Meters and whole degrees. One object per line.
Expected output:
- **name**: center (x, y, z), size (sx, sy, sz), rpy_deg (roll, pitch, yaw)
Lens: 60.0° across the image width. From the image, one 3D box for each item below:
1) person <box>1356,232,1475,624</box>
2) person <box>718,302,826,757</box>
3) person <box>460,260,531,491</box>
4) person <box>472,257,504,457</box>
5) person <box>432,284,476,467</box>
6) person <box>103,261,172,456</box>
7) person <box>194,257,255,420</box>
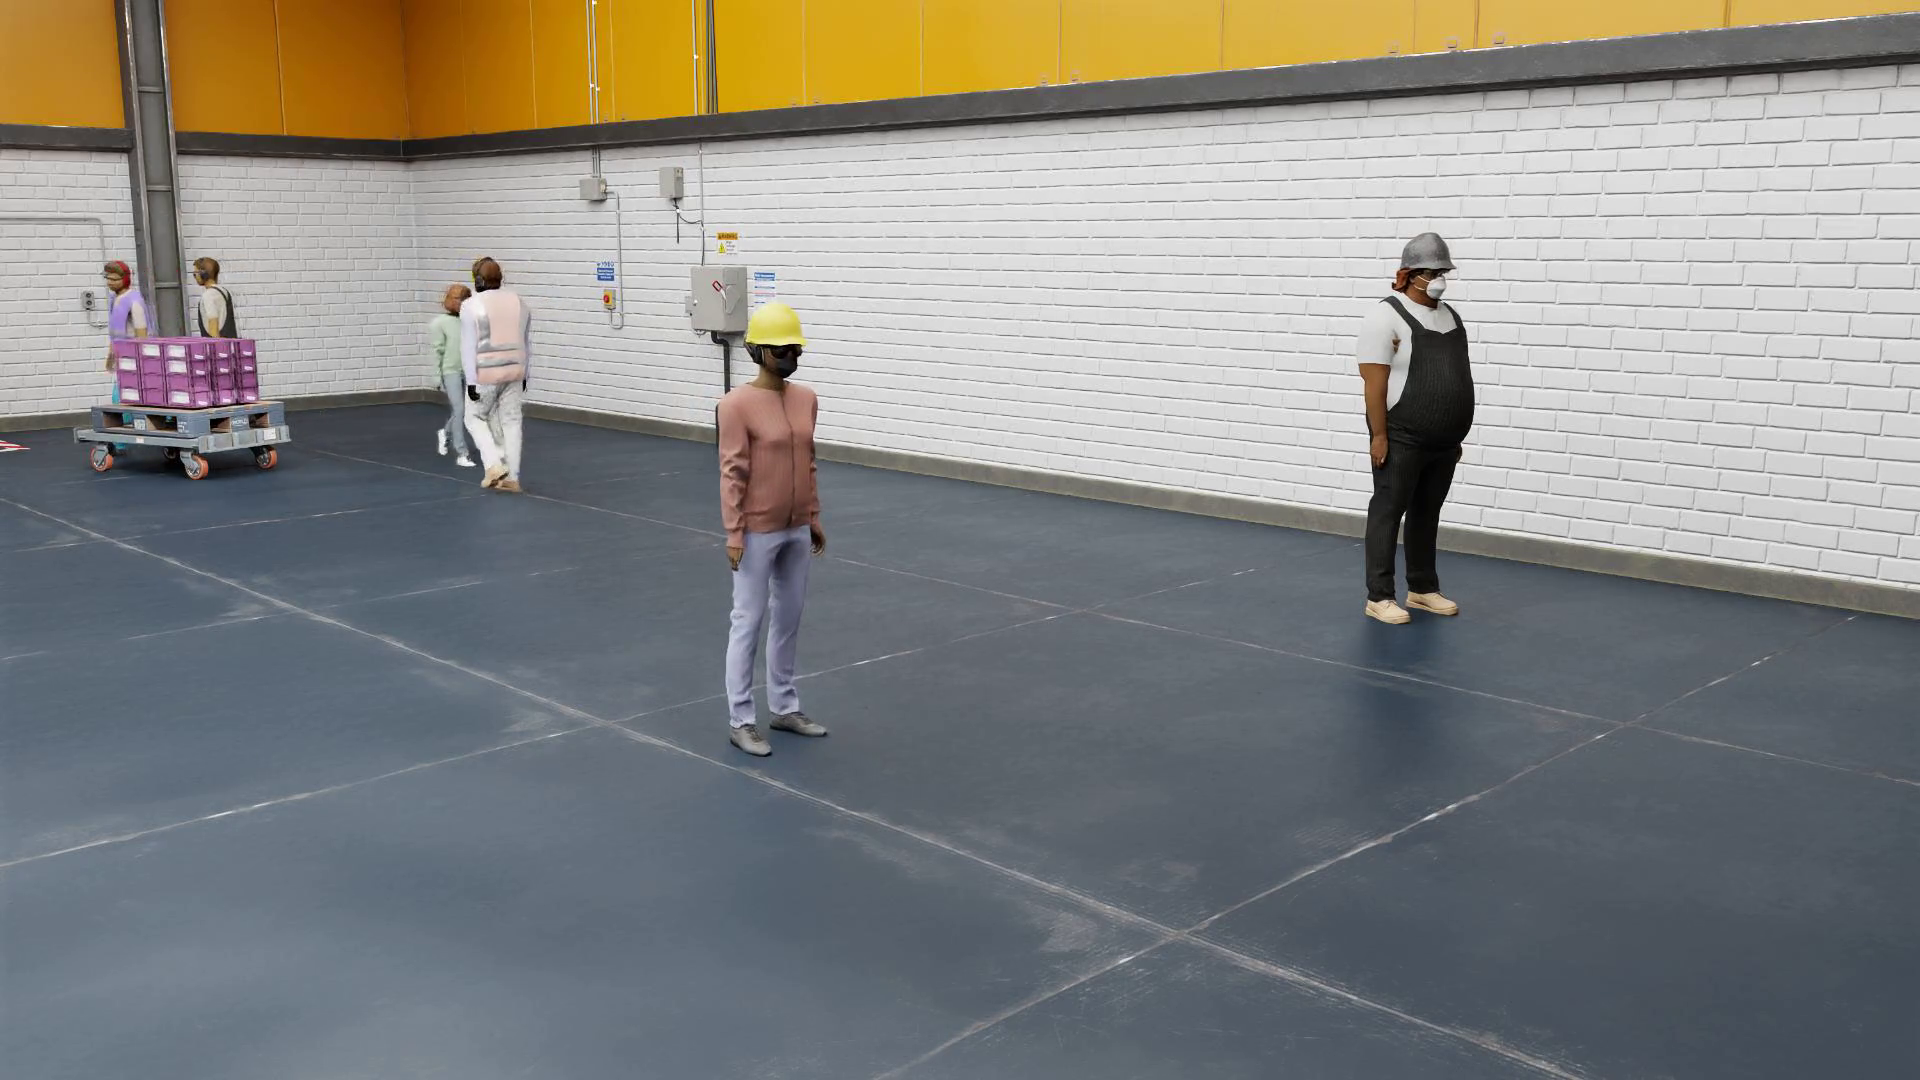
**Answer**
- **person**: center (2.437, -0.588, 8.748), size (0.684, 2.000, 0.538), rpy_deg (-7, 12, -33)
- **person**: center (-0.719, -0.046, 6.548), size (0.326, 1.767, 0.533), rpy_deg (8, 13, 37)
- **person**: center (-3.655, -1.279, 13.105), size (0.639, 1.831, 0.439), rpy_deg (-10, 15, -44)
- **person**: center (-4.361, -1.698, 15.403), size (0.518, 1.841, 0.927), rpy_deg (-9, 14, -41)
- **person**: center (-4.488, -1.470, 14.769), size (0.671, 1.613, 0.501), rpy_deg (9, 14, 41)
- **person**: center (-7.550, -1.670, 15.314), size (0.862, 1.796, 0.641), rpy_deg (-8, 13, -35)
- **person**: center (-7.249, -1.803, 16.010), size (0.910, 1.803, 0.521), rpy_deg (0, 10, 0)
